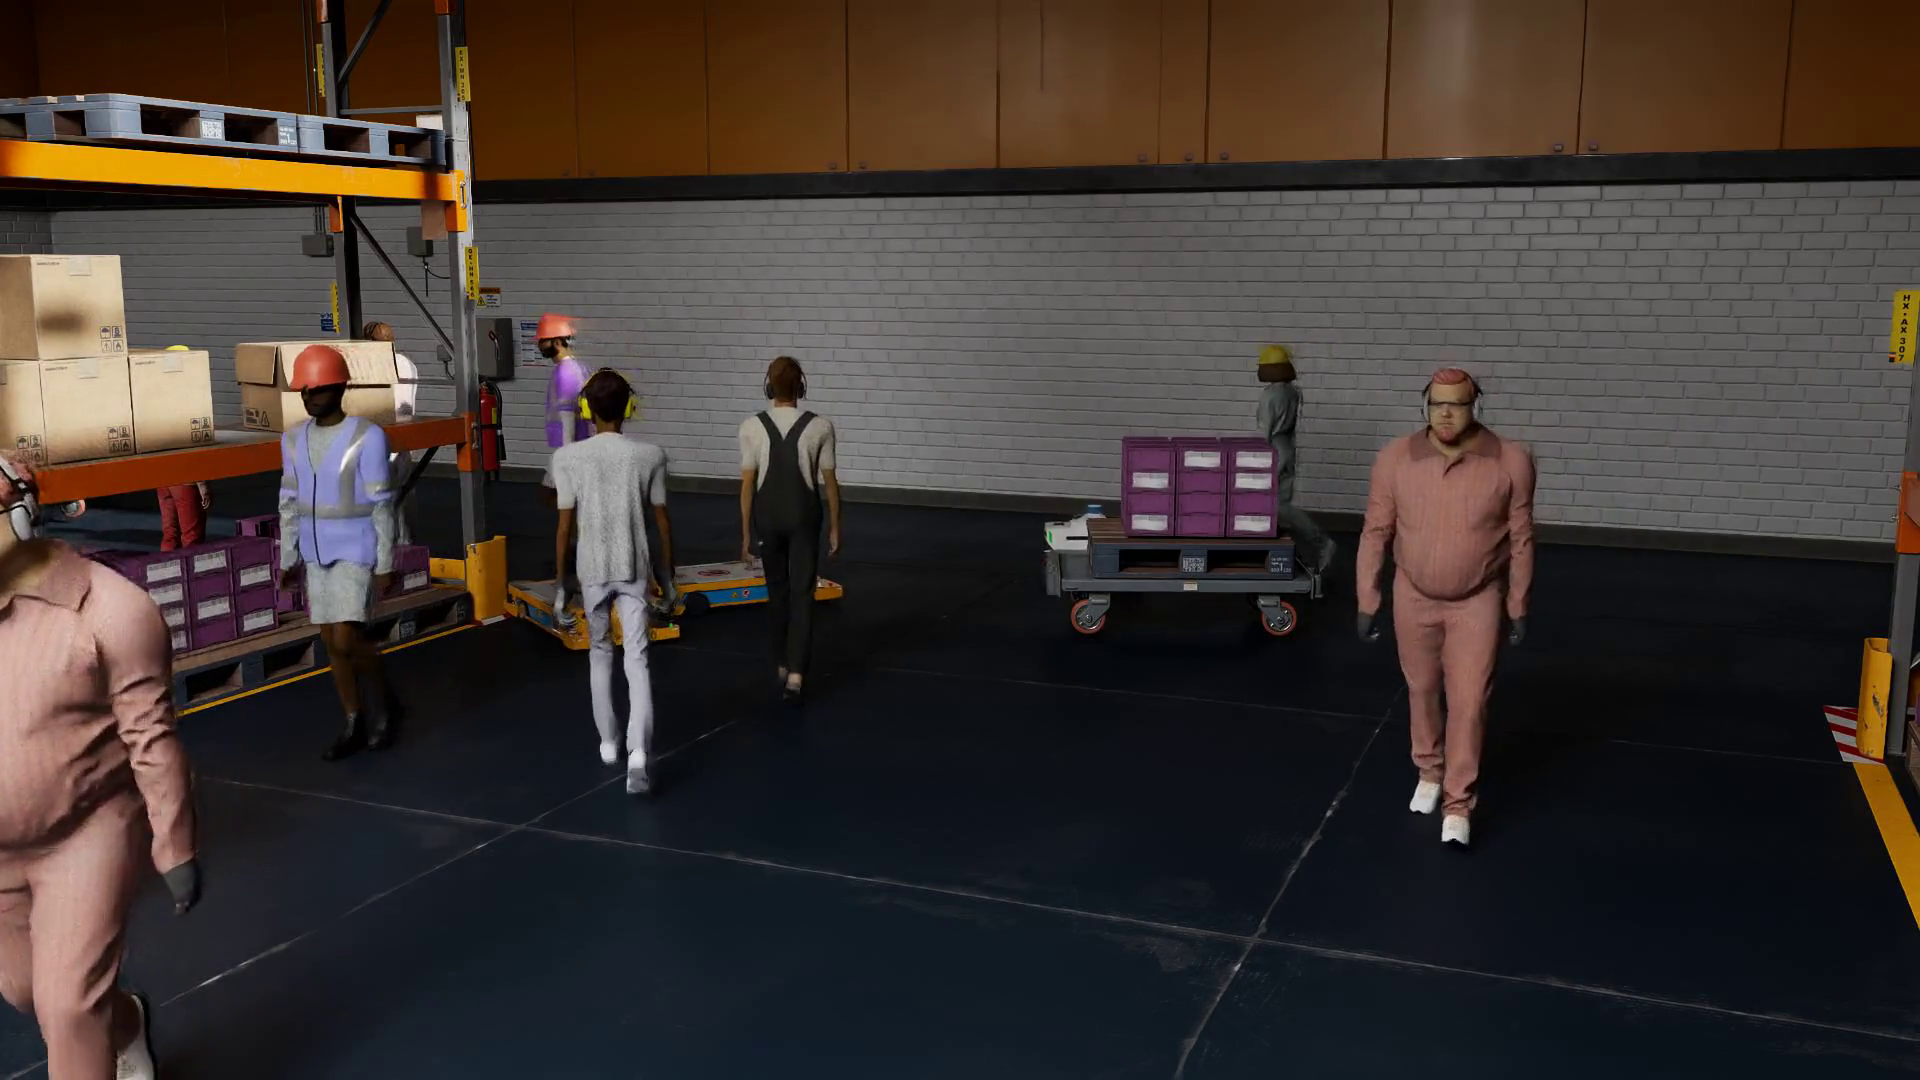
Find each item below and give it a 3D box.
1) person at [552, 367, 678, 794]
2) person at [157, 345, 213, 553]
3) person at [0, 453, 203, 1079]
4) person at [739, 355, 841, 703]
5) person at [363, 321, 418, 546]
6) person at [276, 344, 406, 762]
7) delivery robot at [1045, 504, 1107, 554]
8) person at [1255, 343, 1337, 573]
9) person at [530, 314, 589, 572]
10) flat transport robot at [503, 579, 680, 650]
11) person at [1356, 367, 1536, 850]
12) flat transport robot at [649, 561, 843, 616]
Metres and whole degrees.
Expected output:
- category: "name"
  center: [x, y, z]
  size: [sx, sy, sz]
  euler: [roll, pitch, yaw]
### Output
- category: "person"
  center: [-1.508, 0.164, 7.289]
  size: [0.533, 1.830, 0.915]
  euler: [-2, 10, -12]
- category: "person"
  center: [-4.940, -0.352, 10.606]
  size: [0.525, 1.769, 0.314]
  euler: [6, 11, 34]
- category: "person"
  center: [-2.166, 0.687, 4.033]
  size: [0.686, 1.867, 0.859]
  euler: [1, 9, 4]
- category: "person"
  center: [-0.898, -0.067, 8.765]
  size: [0.519, 1.813, 0.931]
  euler: [0, 9, -1]
- category: "person"
  center: [-4.443, -0.757, 12.833]
  size: [0.430, 1.845, 0.619]
  euler: [3, 10, 16]
- category: "person"
  center: [-2.855, 0.071, 7.595]
  size: [0.549, 1.922, 0.402]
  euler: [4, 10, 21]
- category: "delivery robot"
  center: [0.963, -0.011, 11.918]
  size: [0.707, 0.478, 0.477]
  euler: [0, 9, 0]
- category: "person"
  center: [2.347, -0.571, 12.097]
  size: [0.730, 1.713, 0.499]
  euler: [7, 12, 38]
- category: "person"
  center: [-2.916, -0.698, 12.231]
  size: [0.428, 1.919, 0.571]
  euler: [-2, 10, -14]
- category: "flat transport robot"
  center: [-2.328, 0.428, 10.396]
  size: [0.652, 0.197, 1.431]
  euler: [-6, 11, -31]
- category: "person"
  center: [1.902, 0.259, 6.601]
  size: [0.669, 1.862, 0.933]
  euler: [4, 10, 25]
- category: "flat transport robot"
  center: [-1.571, 0.304, 11.151]
  size: [1.431, 0.197, 0.652]
  euler: [-5, 11, -29]
